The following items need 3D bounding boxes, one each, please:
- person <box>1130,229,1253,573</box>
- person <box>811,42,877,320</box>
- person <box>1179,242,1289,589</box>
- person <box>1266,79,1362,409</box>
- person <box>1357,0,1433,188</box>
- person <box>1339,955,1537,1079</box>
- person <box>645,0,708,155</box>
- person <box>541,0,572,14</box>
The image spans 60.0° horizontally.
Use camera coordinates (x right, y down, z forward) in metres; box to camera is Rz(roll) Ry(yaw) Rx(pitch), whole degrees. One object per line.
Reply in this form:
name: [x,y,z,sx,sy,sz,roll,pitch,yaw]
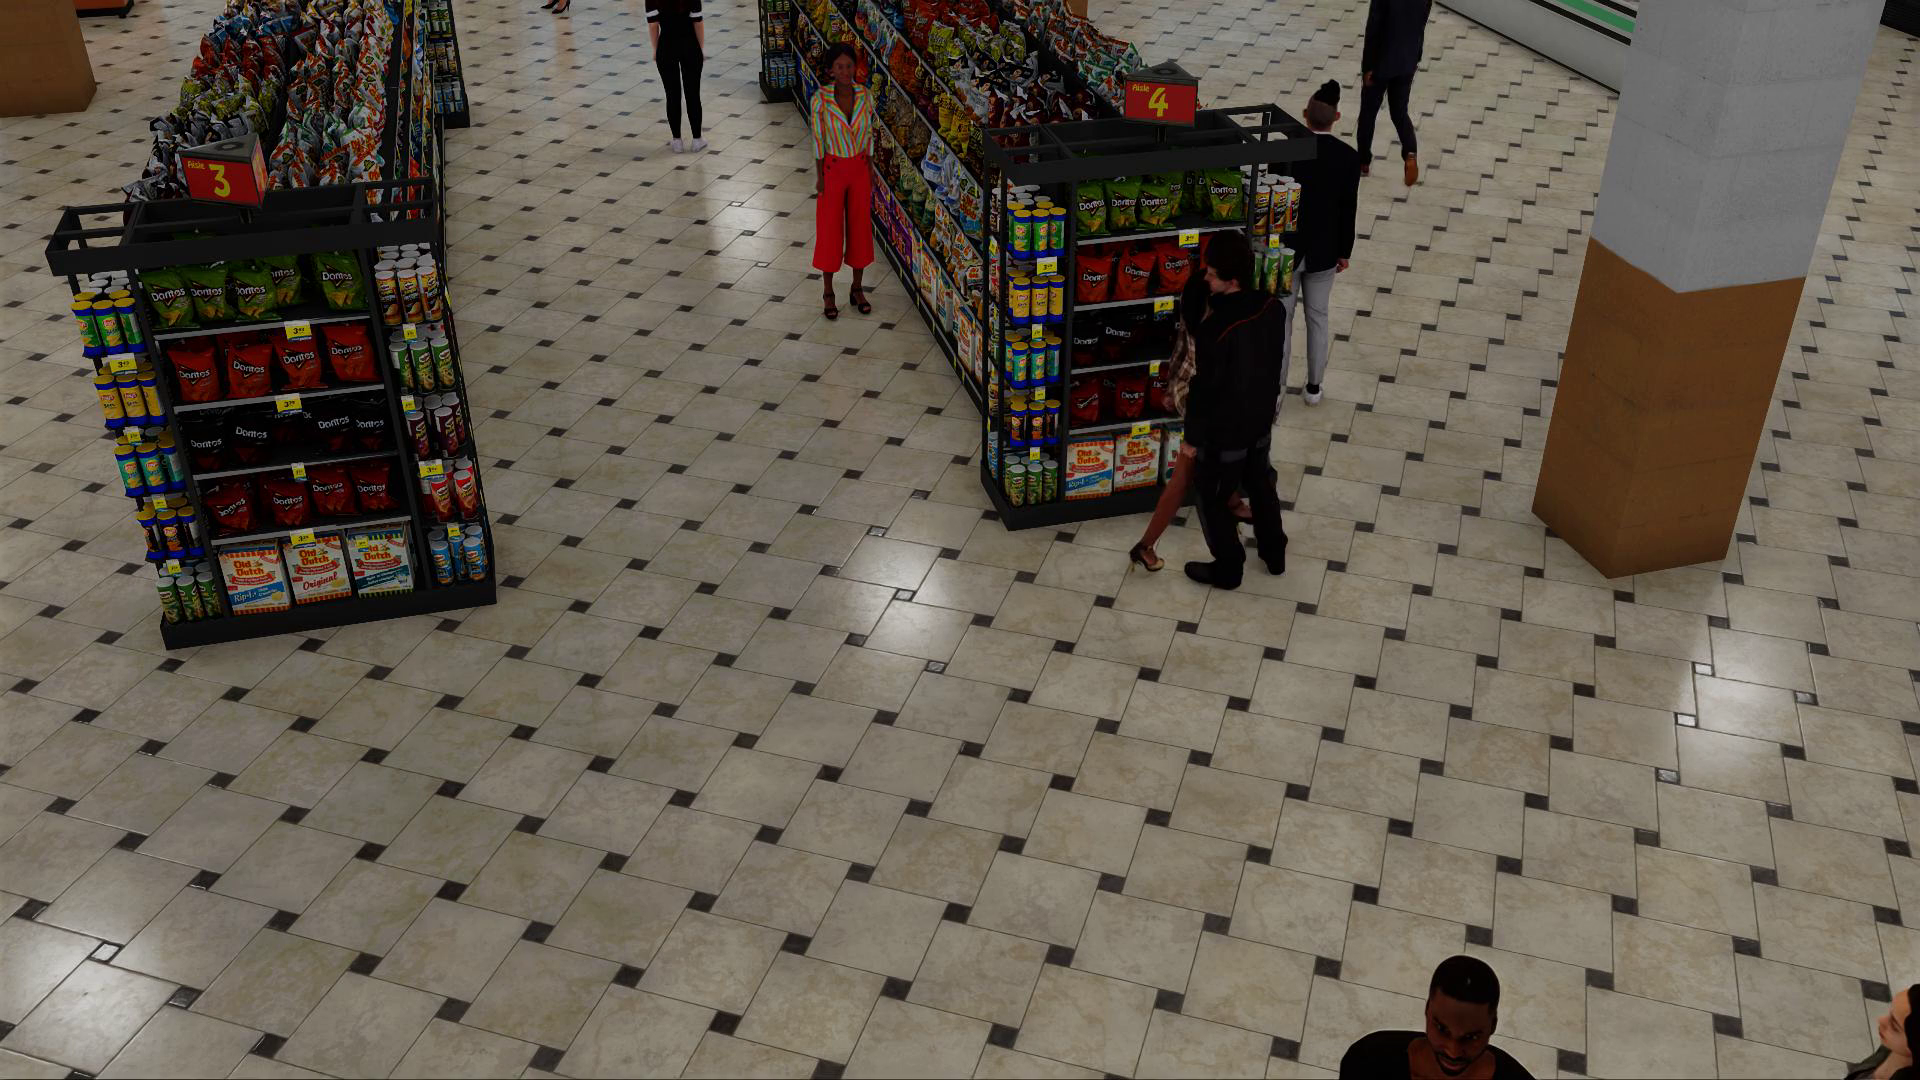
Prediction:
person: [1.112,-0.586,7.990,0.879,1.729,1.125,-18,36,-26]
person: [-0.739,-2.294,10.674,0.624,1.793,0.553,-11,34,-18]
person: [1.351,-0.542,7.845,0.951,1.808,0.809,-14,35,-22]
person: [1.982,-1.688,9.552,0.770,1.949,0.683,0,32,0]
person: [3.358,-3.613,12.788,0.689,1.798,1.014,-8,33,-13]
person: [1.141,1.729,4.197,0.713,1.806,0.704,8,33,12]
person: [-2.290,-3.974,13.521,0.639,1.639,0.623,-3,32,-5]
person: [-4.302,-6.433,17.303,0.857,1.818,0.767,-19,37,-28]
